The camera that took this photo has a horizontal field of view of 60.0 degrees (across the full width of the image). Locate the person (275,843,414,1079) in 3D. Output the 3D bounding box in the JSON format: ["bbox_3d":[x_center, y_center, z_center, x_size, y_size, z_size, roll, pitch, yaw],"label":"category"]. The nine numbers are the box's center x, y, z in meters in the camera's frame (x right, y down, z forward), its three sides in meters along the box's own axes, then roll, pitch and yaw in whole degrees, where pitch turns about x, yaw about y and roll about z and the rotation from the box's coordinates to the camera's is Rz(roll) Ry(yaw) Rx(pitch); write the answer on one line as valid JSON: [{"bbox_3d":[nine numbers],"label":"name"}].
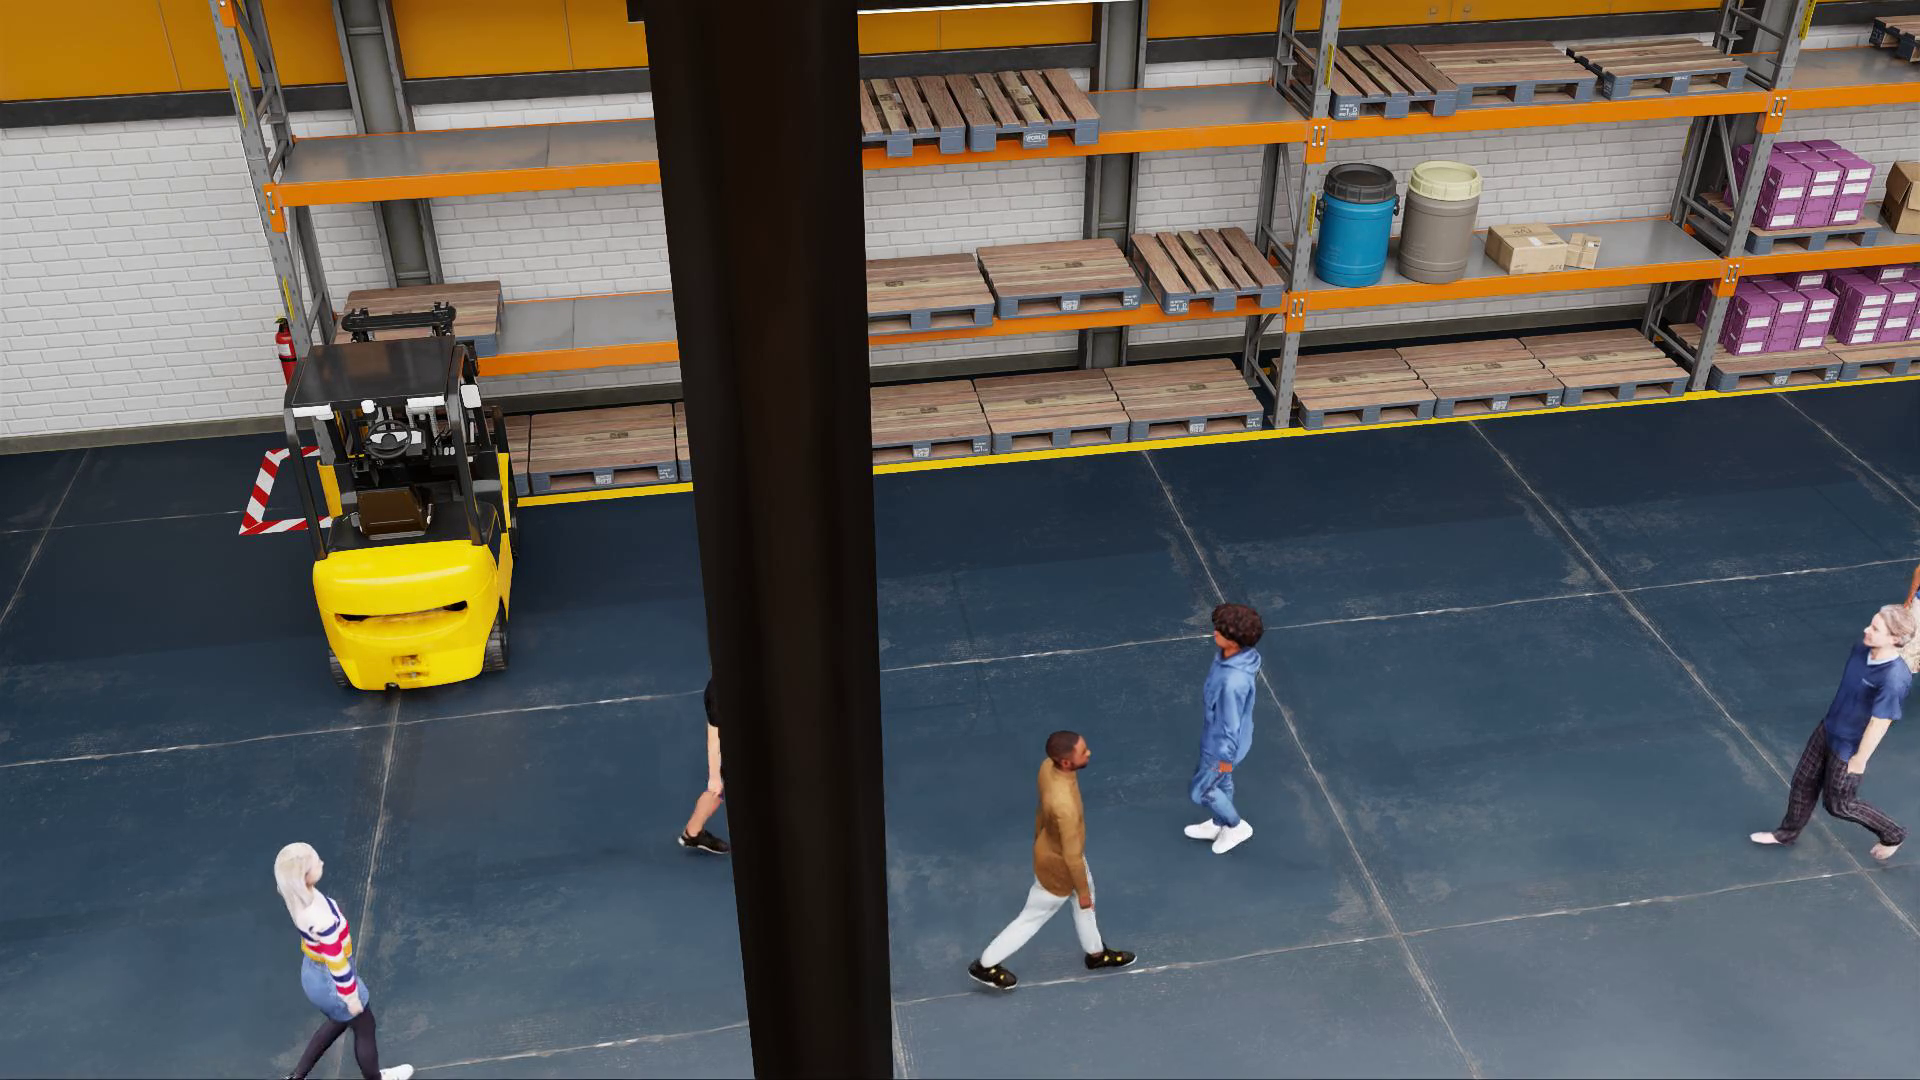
[{"bbox_3d":[-3.199,2.213,8.264,1.014,1.799,0.896,-25,41,-33],"label":"person"}]

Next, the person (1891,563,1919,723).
[{"bbox_3d":[6.471,0.432,10.898,1.023,1.851,0.889,-23,40,-31],"label":"person"}]

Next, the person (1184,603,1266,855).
[{"bbox_3d":[1.650,1.153,9.859,0.776,1.798,0.777,5,34,8],"label":"person"}]

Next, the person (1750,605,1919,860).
[{"bbox_3d":[5.318,1.180,9.774,1.090,1.848,0.813,2,34,3],"label":"person"}]

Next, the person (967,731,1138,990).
[{"bbox_3d":[0.438,1.765,8.957,1.210,1.777,0.693,-3,34,-5],"label":"person"}]
